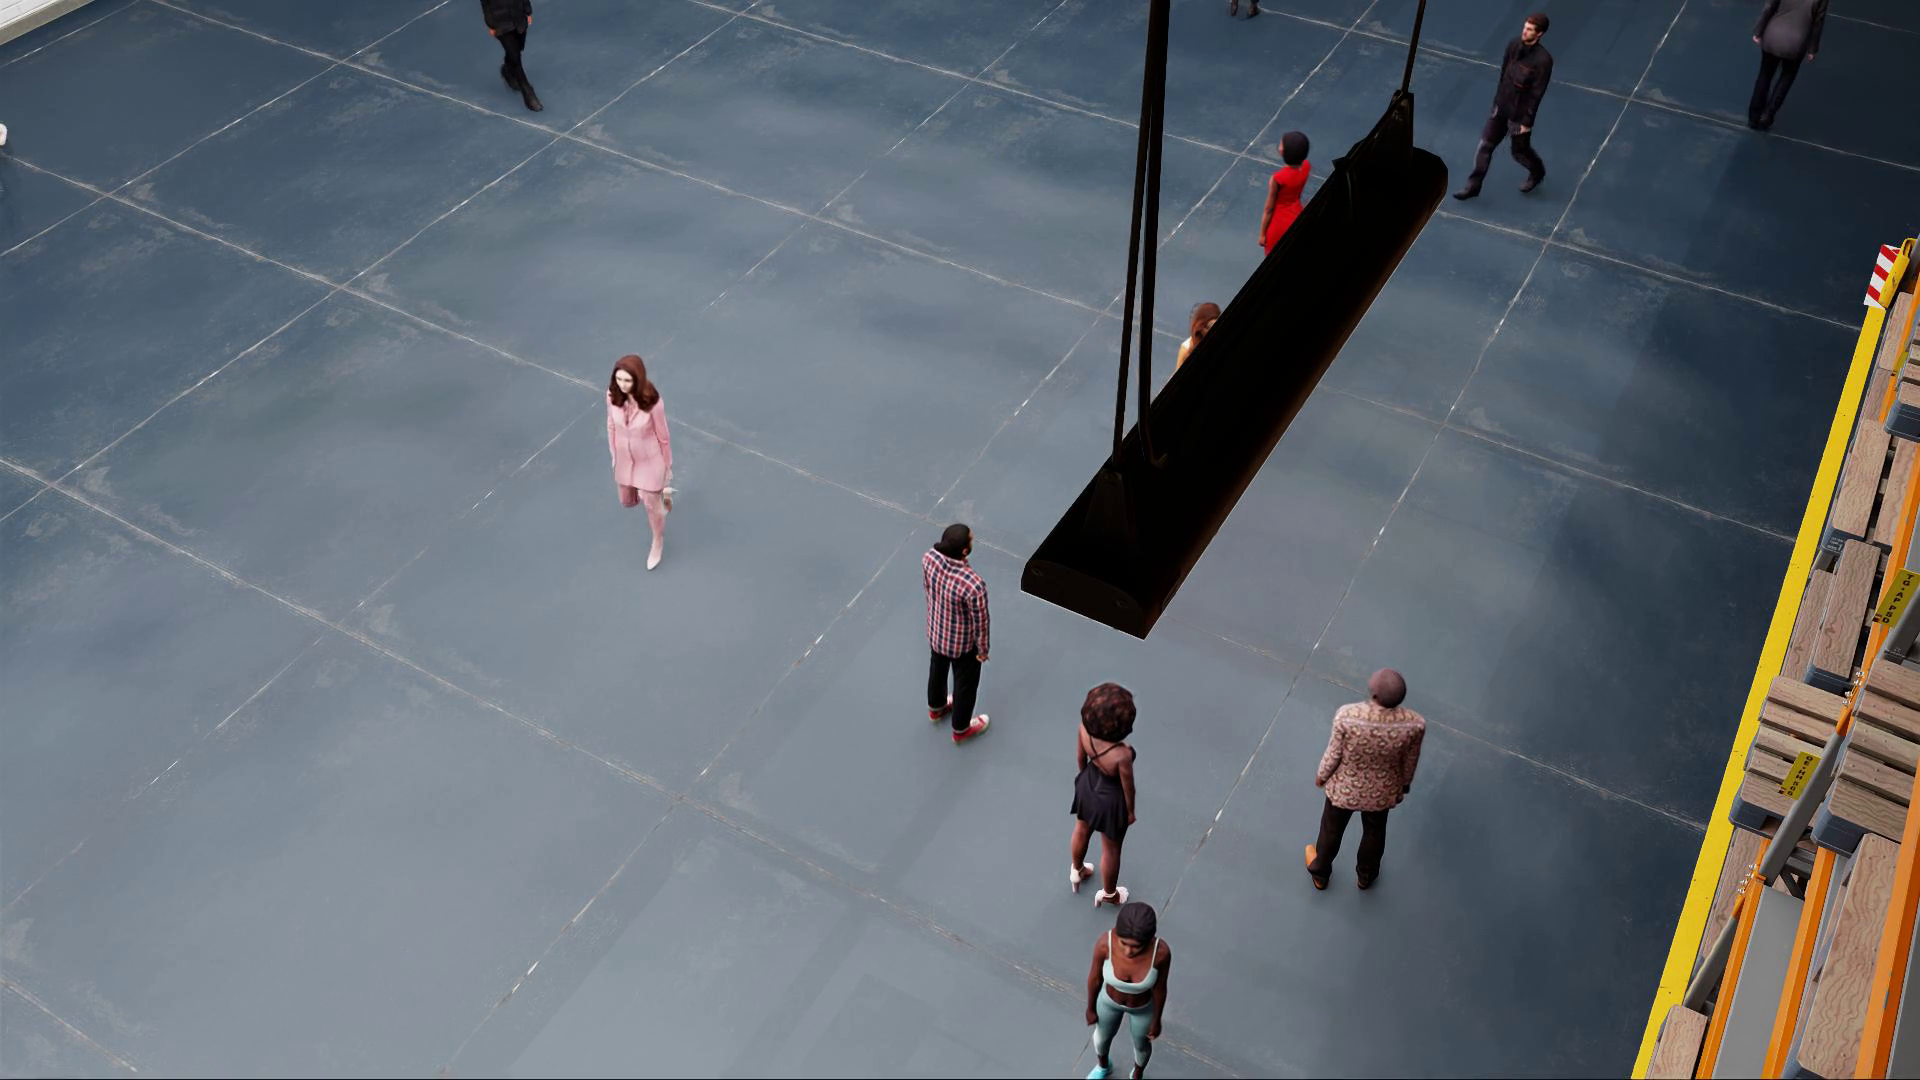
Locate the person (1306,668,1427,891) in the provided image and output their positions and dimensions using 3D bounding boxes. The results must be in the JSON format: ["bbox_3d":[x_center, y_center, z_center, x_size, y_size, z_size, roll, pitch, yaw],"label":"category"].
[{"bbox_3d":[2.298,1.375,9.472,0.776,1.806,0.750,3,44,3],"label":"person"}]

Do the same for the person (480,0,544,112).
[{"bbox_3d":[-4.487,-5.172,16.383,1.124,1.752,0.937,-31,52,-28],"label":"person"}]

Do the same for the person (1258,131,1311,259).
[{"bbox_3d":[2.659,-2.561,13.651,0.559,1.741,0.683,-29,51,-27],"label":"person"}]

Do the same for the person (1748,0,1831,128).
[{"bbox_3d":[7.871,-4.734,15.879,0.768,1.814,0.613,23,48,22],"label":"person"}]

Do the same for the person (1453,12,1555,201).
[{"bbox_3d":[5.088,-3.889,14.998,1.281,1.805,1.121,-20,47,-19],"label":"person"}]

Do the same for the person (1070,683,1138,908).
[{"bbox_3d":[0.806,1.465,9.389,0.610,1.790,0.606,-34,53,-31],"label":"person"}]

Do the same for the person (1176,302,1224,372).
[{"bbox_3d":[1.683,-0.961,11.940,0.635,1.784,0.736,-19,47,-19],"label":"person"}]

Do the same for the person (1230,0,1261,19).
[{"bbox_3d":[3.103,-6.432,17.710,0.677,1.746,0.594,16,46,16],"label":"person"}]

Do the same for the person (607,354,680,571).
[{"bbox_3d":[-2.172,-0.606,11.563,0.713,1.790,0.862,14,45,14],"label":"person"}]

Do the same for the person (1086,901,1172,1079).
[{"bbox_3d":[0.853,2.366,8.491,0.615,1.724,0.613,9,44,9],"label":"person"}]

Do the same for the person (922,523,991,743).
[{"bbox_3d":[-0.037,0.561,10.360,0.723,1.759,0.664,31,52,29],"label":"person"}]
